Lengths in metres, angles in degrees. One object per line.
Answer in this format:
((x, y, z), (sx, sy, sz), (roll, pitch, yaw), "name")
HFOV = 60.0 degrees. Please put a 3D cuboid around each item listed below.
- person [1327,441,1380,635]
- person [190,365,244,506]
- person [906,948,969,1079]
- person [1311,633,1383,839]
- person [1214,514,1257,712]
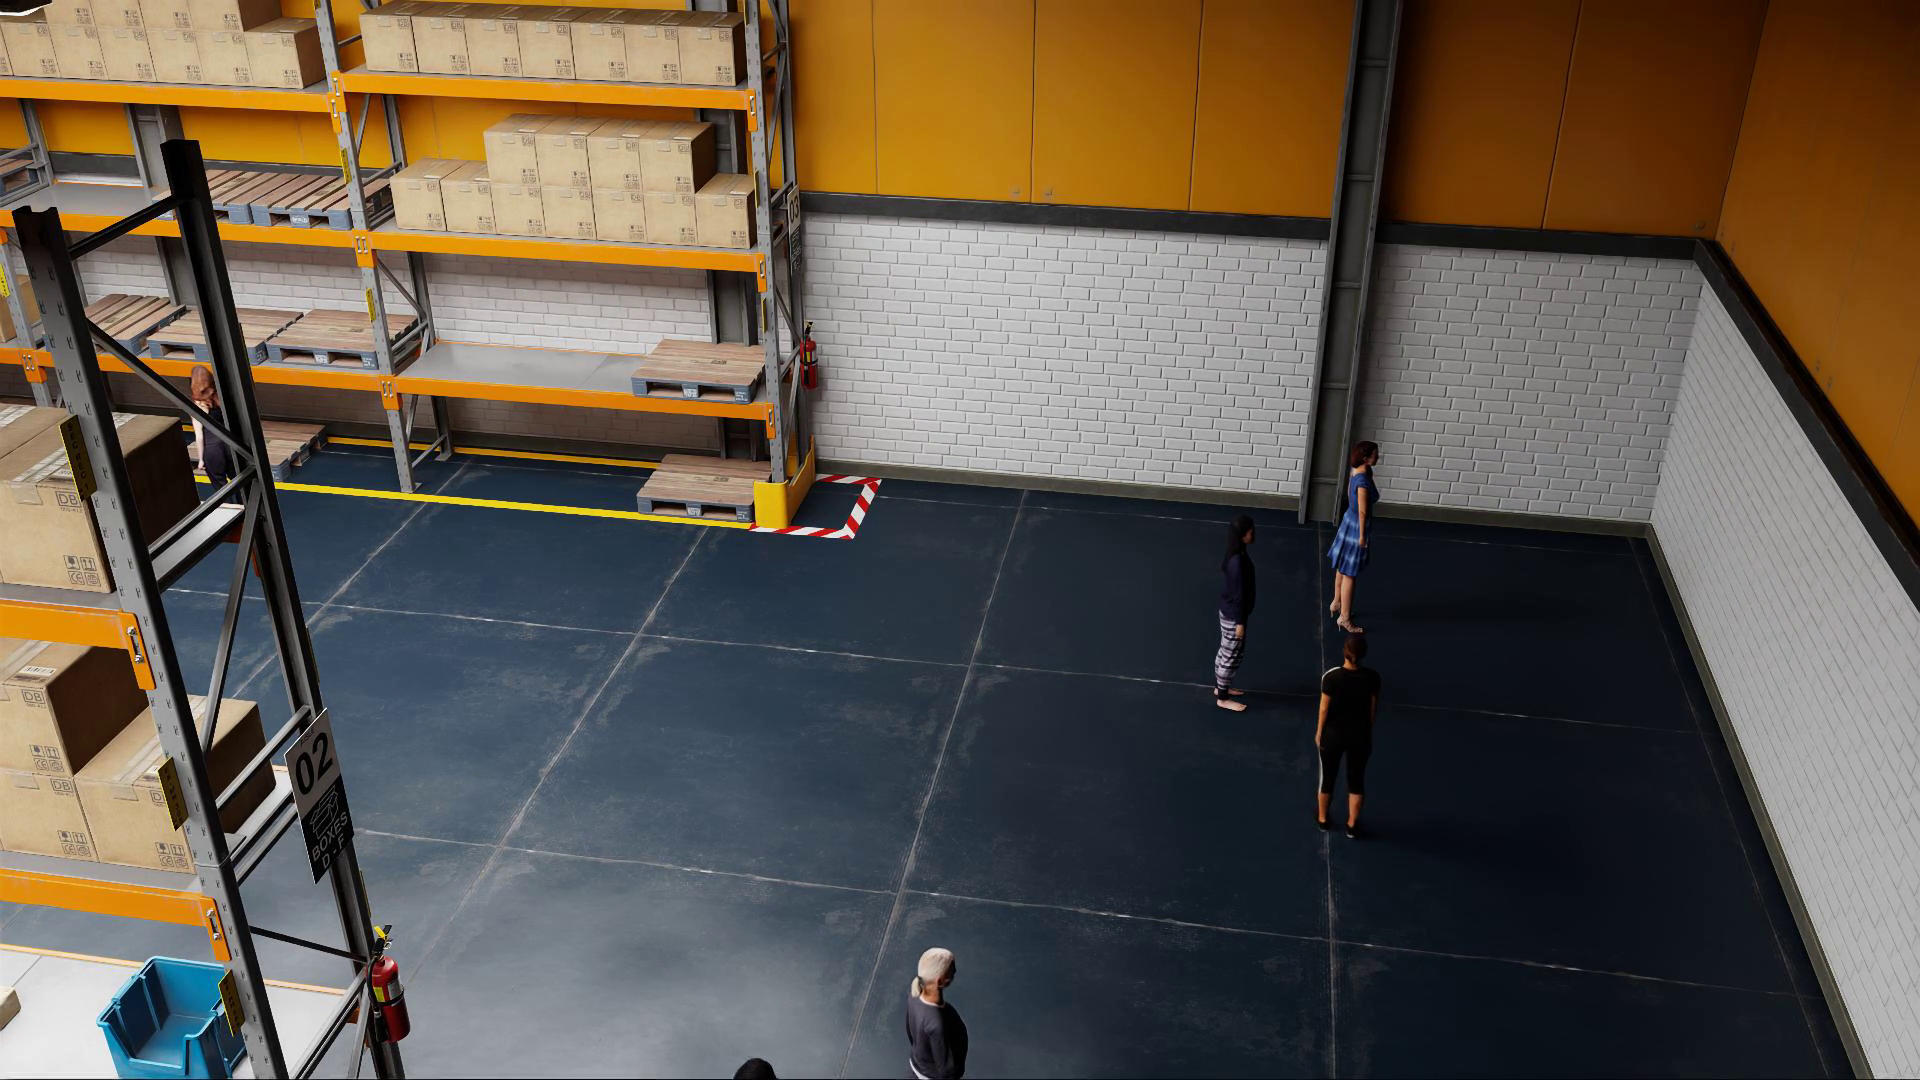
((3.460, -0.042, 14.527), (0.631, 1.805, 0.705), (0, 29, 0), "person")
((-7.177, -0.873, 16.112), (0.634, 1.746, 0.656), (17, 33, 28), "person")
((-0.146, 2.932, 9.155), (0.705, 1.728, 0.681), (-13, 31, -22), "person")
((2.795, 1.406, 12.012), (0.520, 1.671, 0.664), (2, 29, 3), "person")
((2.223, 0.571, 13.477), (0.539, 1.735, 0.619), (2, 29, 4), "person")
